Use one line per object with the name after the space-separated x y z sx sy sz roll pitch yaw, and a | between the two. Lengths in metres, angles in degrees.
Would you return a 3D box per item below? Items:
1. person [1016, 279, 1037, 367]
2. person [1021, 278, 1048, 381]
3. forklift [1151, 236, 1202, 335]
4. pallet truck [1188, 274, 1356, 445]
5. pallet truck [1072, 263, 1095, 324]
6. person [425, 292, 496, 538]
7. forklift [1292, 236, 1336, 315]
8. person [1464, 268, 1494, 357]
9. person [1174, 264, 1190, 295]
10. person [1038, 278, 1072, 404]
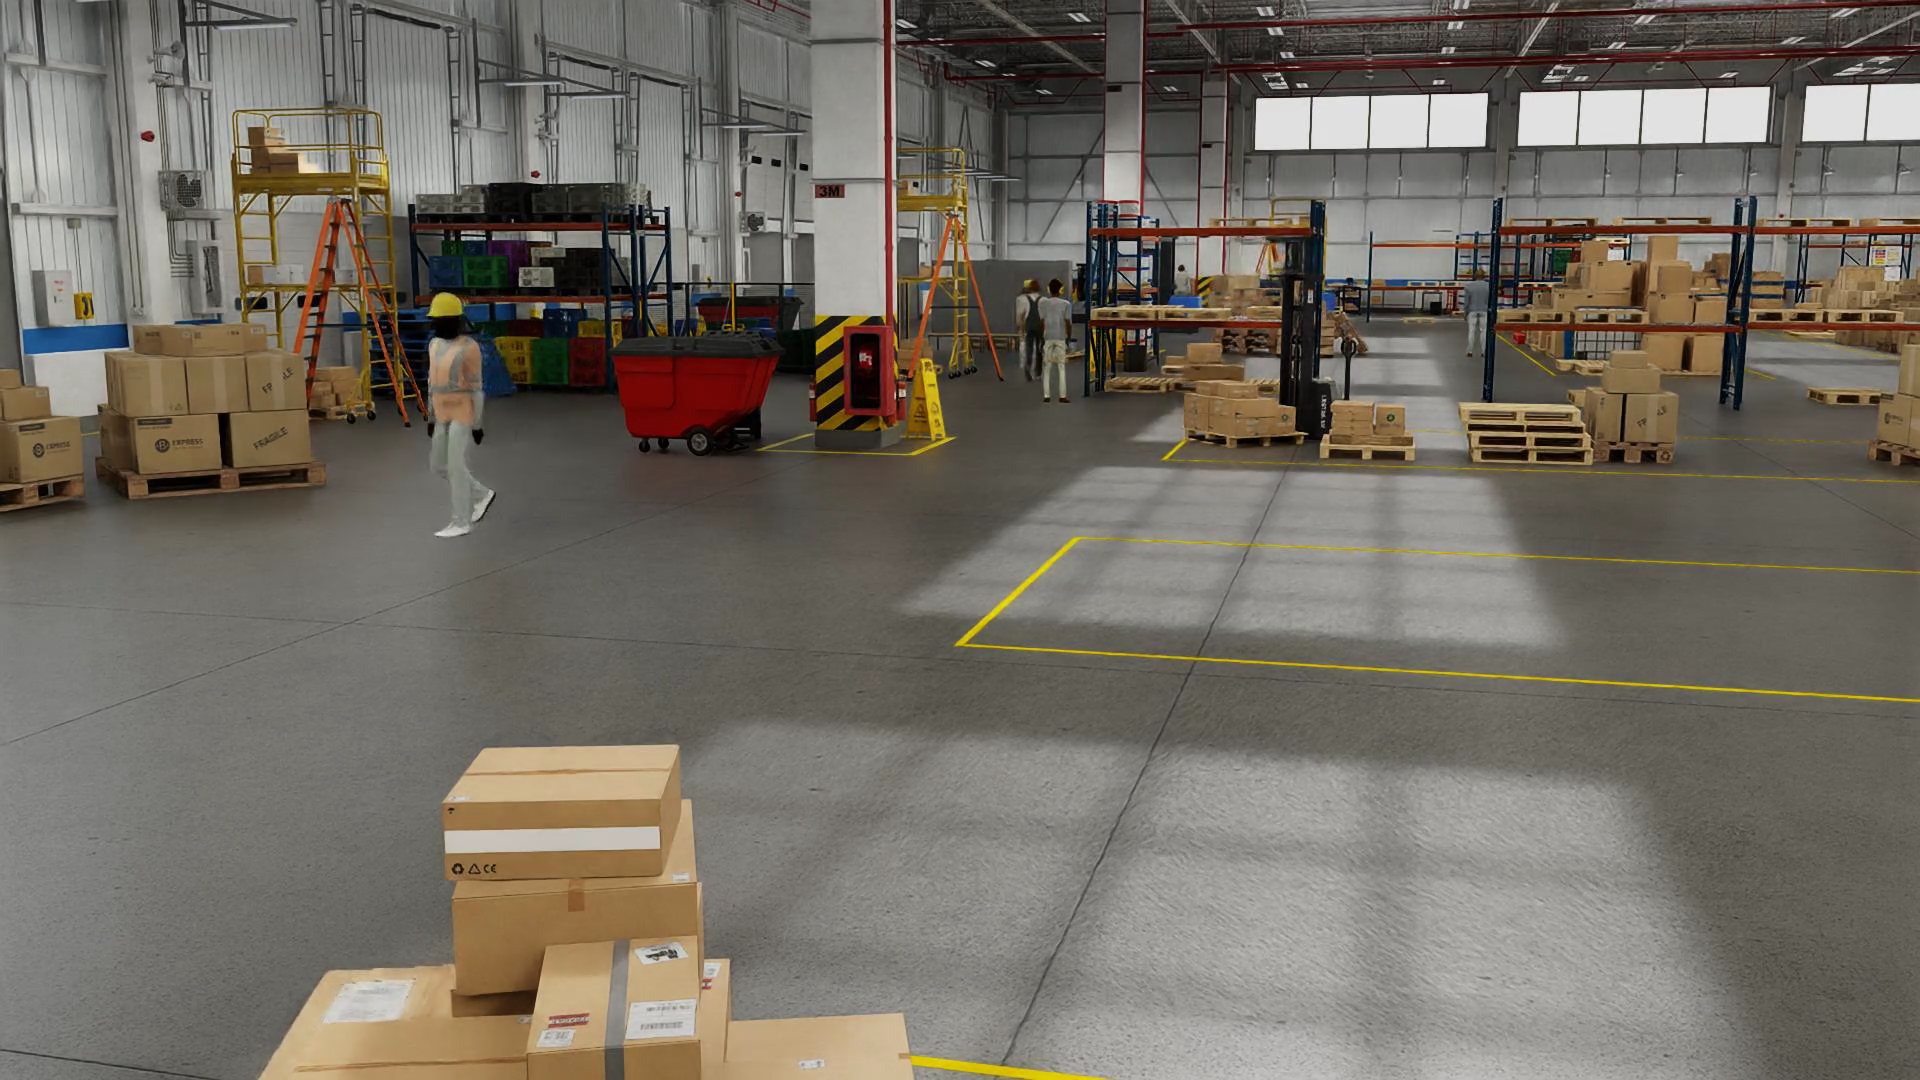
1.357 -4.306 33.105 0.487 1.744 0.297 2 10 14 | person
1.308 -3.685 29.242 0.505 1.820 0.780 1 10 8 | person
5.866 -7.214 46.878 1.873 2.768 1.129 2 10 14 | forklift
3.653 -2.138 19.590 1.885 1.965 0.823 -4 10 -20 | pallet truck
4.325 -8.180 55.162 0.823 1.965 1.885 6 11 31 | pallet truck
-3.914 -0.981 13.017 0.609 1.912 0.538 8 12 39 | person
10.556 -7.948 51.202 1.873 2.768 1.129 -2 10 -13 | forklift
11.344 -4.964 36.401 0.630 1.940 0.372 2 10 14 | person
7.794 -8.736 58.611 0.630 1.940 0.372 2 10 14 | person
1.421 -2.965 24.836 0.514 1.872 0.328 2 10 14 | person
